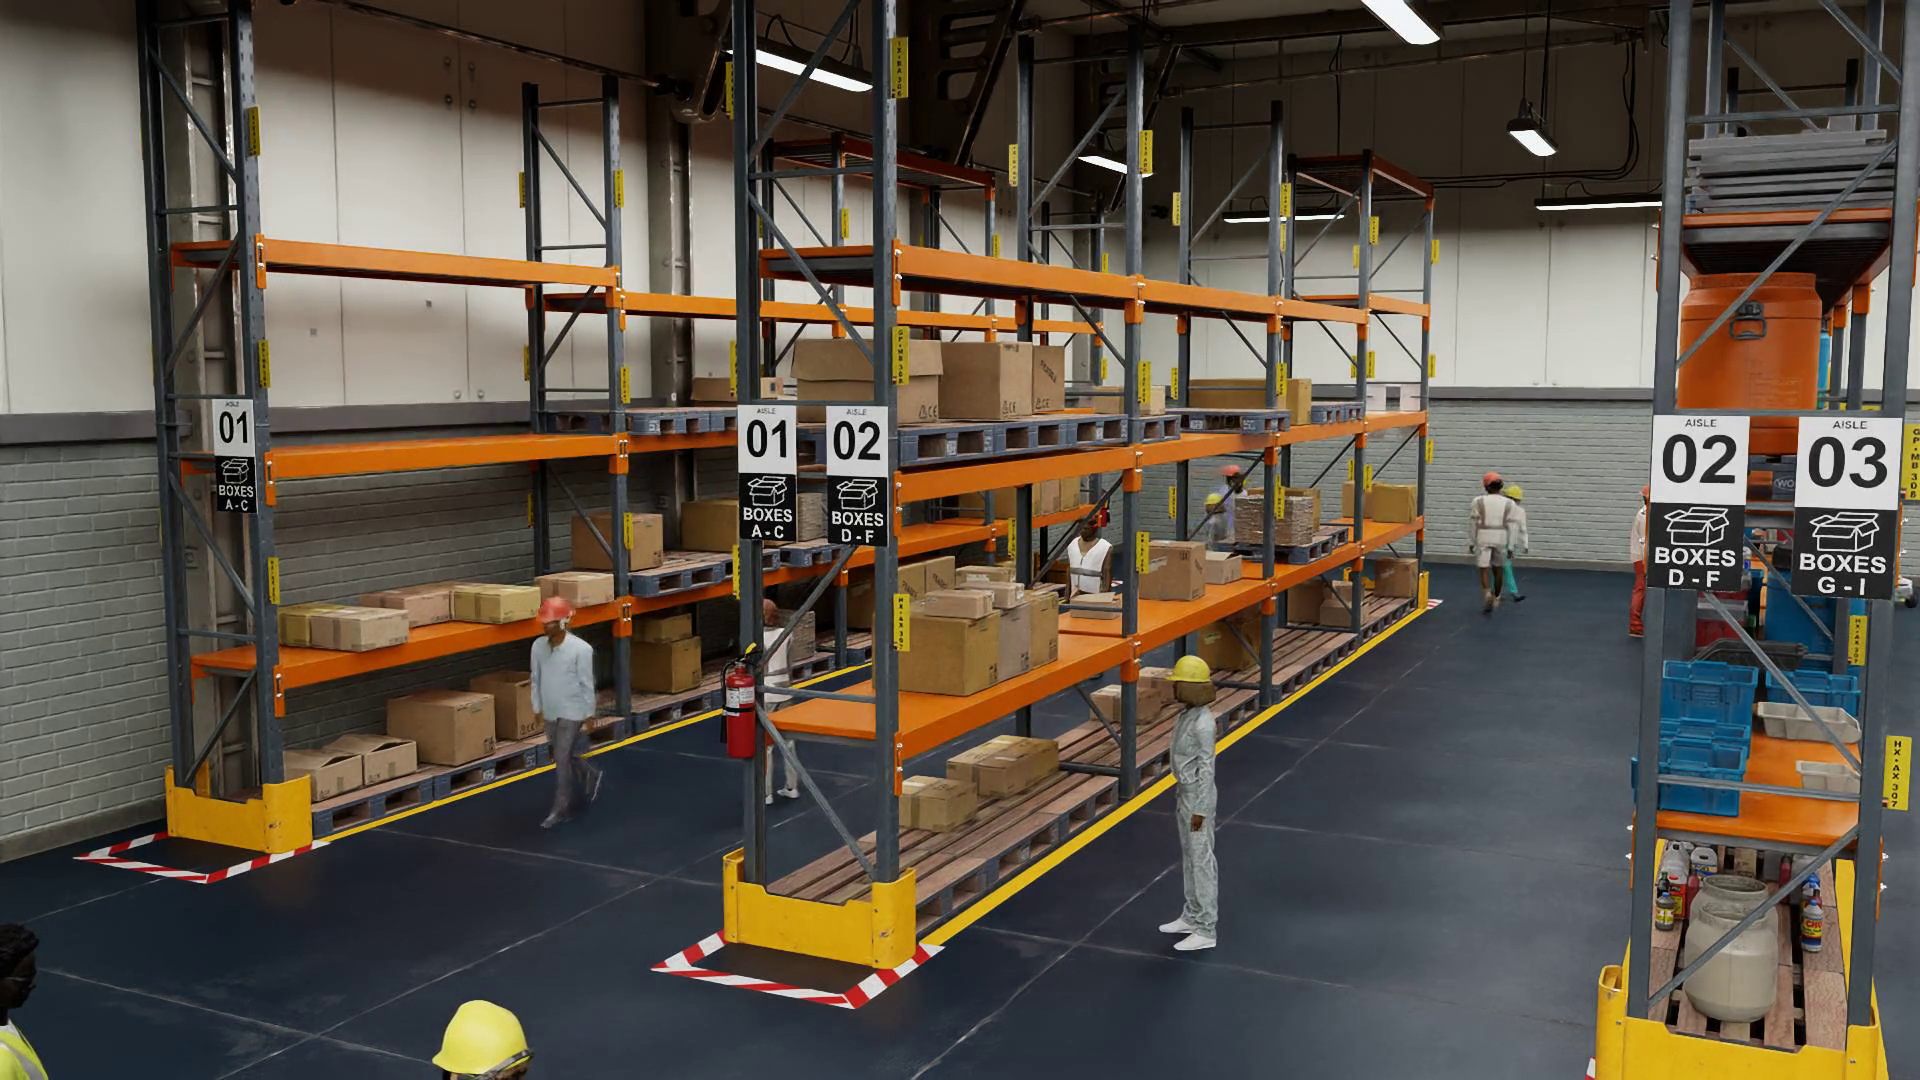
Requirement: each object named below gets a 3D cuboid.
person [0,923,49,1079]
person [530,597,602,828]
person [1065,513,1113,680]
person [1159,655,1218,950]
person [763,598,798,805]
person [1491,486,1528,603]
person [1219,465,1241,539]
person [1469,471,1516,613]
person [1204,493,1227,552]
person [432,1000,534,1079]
[{"bbox_3d":[-3.027,2.047,5.251,0.321,1.693,0.530,-4,7,-37],"label":"person"},{"bbox_3d":[-2.984,1.267,12.701,0.574,1.727,0.740,3,7,29],"label":"person"},{"bbox_3d":[1.426,0.619,18.435,0.565,1.840,0.390,4,7,32],"label":"person"},{"bbox_3d":[1.368,1.547,9.874,0.299,1.745,0.483,-1,6,-6],"label":"person"},{"bbox_3d":[-1.514,1.271,13.151,0.321,1.628,0.526,5,8,42],"label":"person"},{"bbox_3d":[8.100,0.061,24.468,0.532,1.705,0.945,-2,6,-20],"label":"person"},{"bbox_3d":[4.315,-0.228,26.298,0.650,1.912,0.557,0,6,3],"label":"person"},{"bbox_3d":[7.505,0.029,23.413,0.601,2.011,0.902,1,6,9],"label":"person"},{"bbox_3d":[3.526,0.224,22.814,0.389,1.732,0.500,4,7,32],"label":"person"},{"bbox_3d":[-1.244,2.095,4.437,0.319,1.767,0.534,2,6,17],"label":"person"}]
